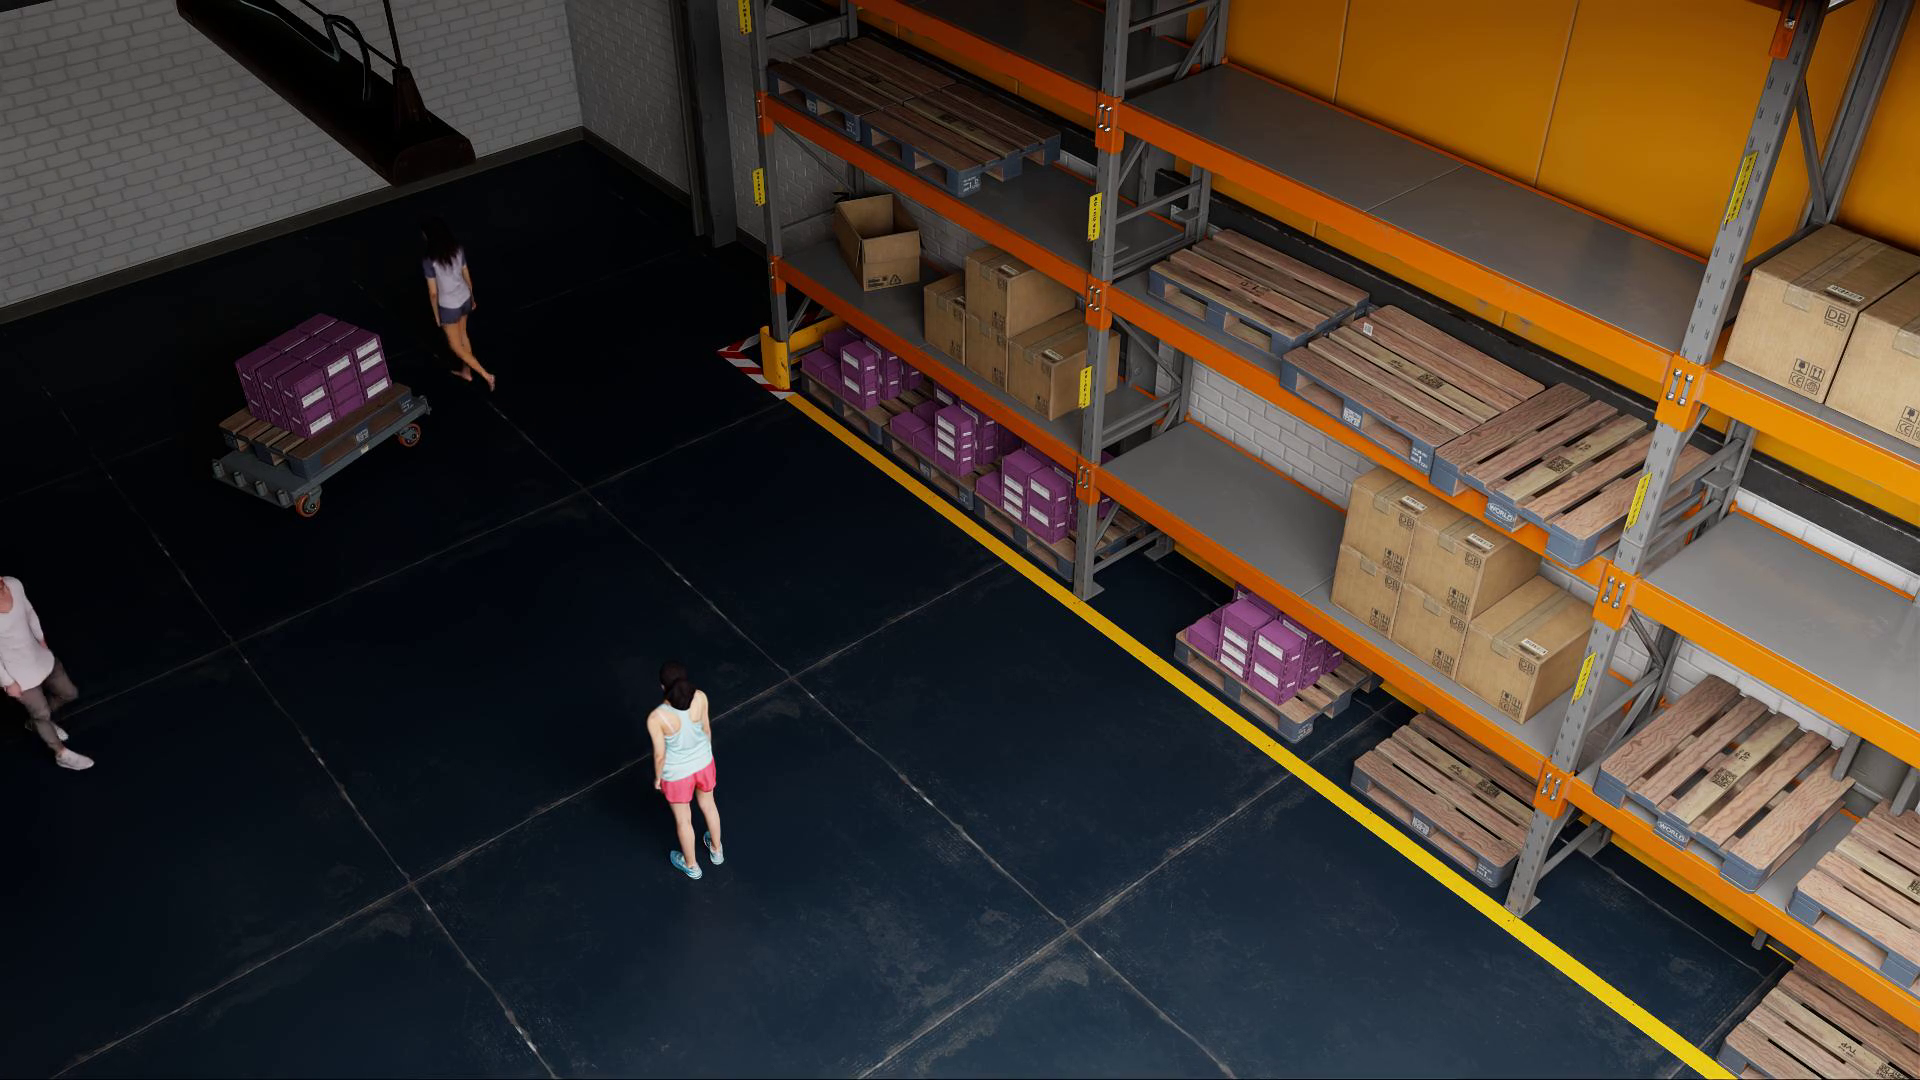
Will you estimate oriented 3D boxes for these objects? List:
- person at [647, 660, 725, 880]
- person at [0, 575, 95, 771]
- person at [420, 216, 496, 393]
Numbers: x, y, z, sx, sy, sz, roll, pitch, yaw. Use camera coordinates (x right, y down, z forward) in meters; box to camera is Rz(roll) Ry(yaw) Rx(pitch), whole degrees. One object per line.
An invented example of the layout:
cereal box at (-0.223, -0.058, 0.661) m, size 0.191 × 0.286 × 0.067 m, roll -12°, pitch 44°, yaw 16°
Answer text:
person at (-1.695, 1.405, 10.299) m, size 0.573 × 1.765 × 0.579 m, roll -26°, pitch 46°, yaw -29°
person at (-6.265, 0.808, 10.996) m, size 0.936 × 1.829 × 0.872 m, roll 7°, pitch 39°, yaw 9°
person at (-4.407, -2.033, 14.649) m, size 1.026 × 1.711 × 0.742 m, roll 26°, pitch 45°, yaw 29°
